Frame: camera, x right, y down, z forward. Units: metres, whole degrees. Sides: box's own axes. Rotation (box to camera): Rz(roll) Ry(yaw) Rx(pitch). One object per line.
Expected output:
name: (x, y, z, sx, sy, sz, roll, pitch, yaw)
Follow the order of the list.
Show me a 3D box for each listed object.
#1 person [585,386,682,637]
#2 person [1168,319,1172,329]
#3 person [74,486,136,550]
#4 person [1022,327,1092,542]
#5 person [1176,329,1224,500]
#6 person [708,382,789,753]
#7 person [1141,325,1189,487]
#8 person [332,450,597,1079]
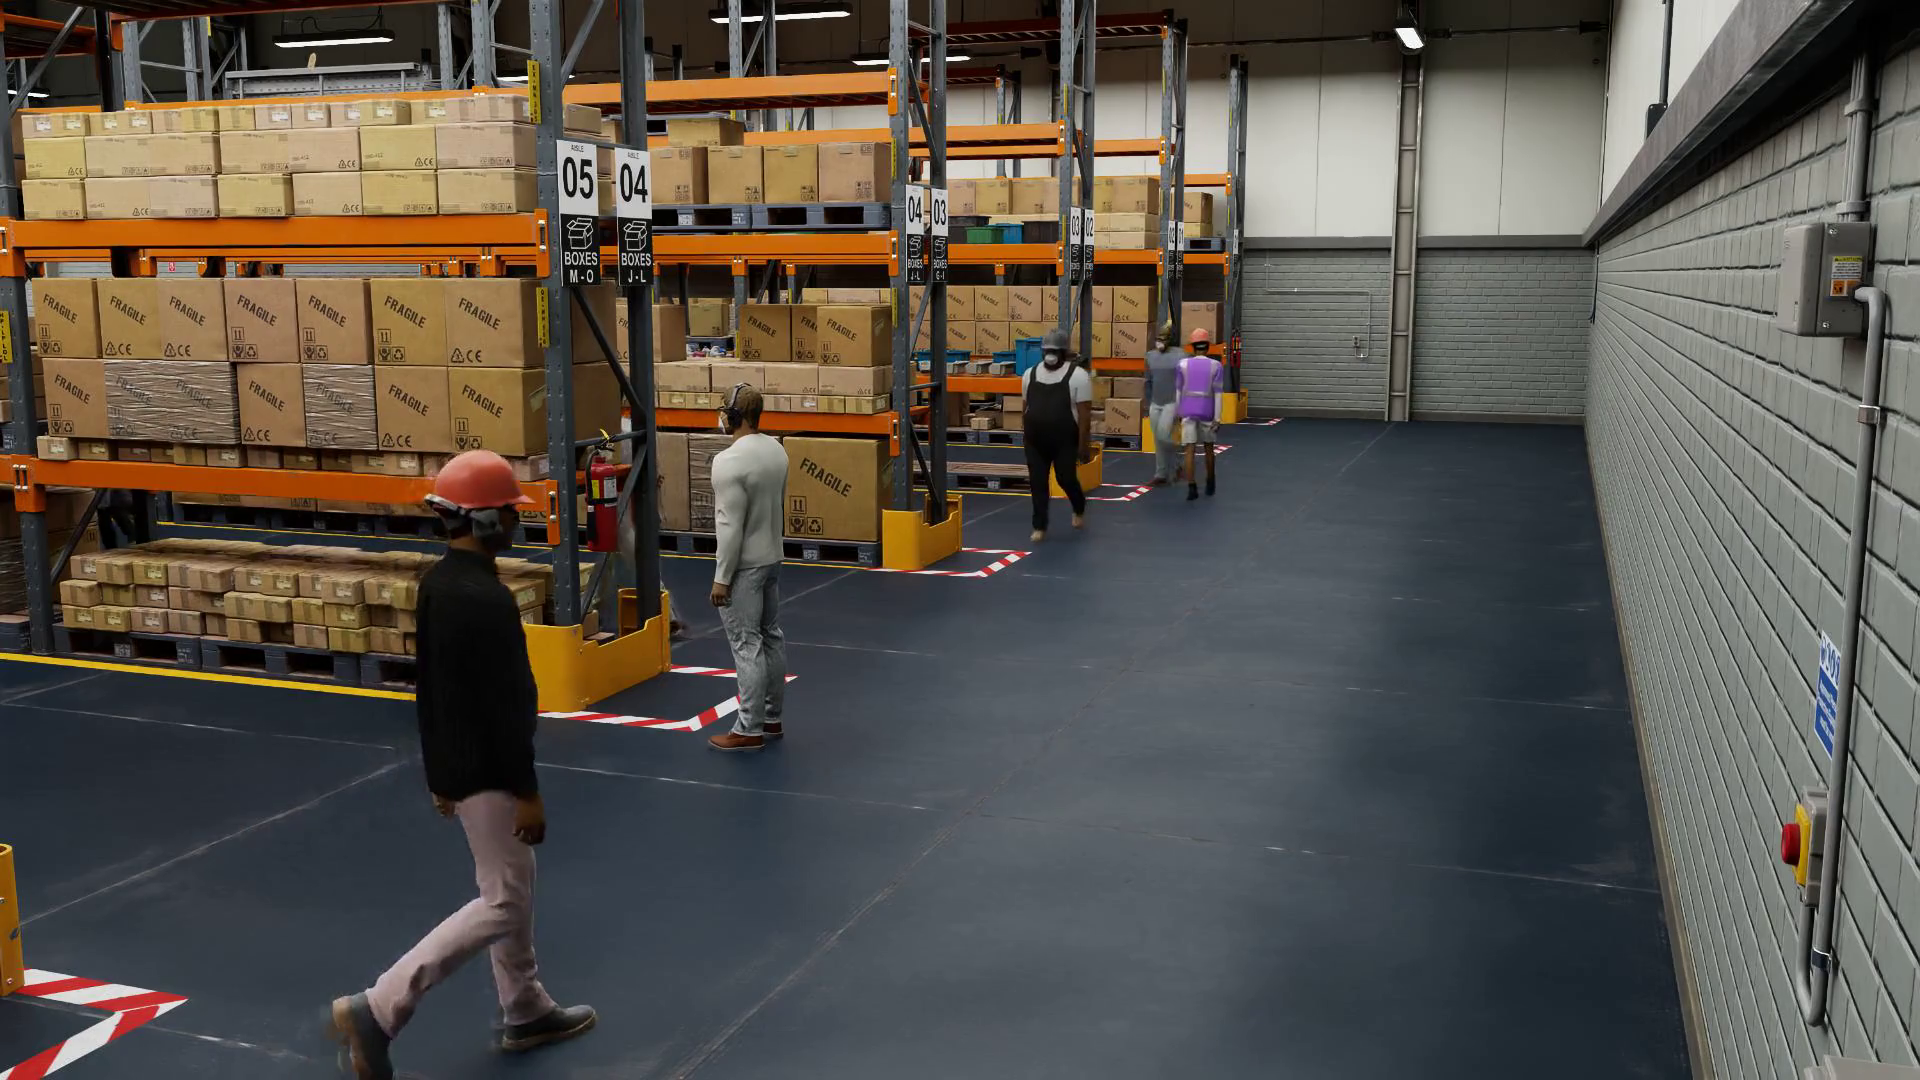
person: (-2.333, -0.218, 11.440, 1.001, 1.810, 0.534, 3, 10, 20)
person: (3.227, -2.563, 26.142, 0.927, 1.785, 0.600, 2, 9, 15)
person: (-7.168, -0.562, 13.946, 0.362, 1.685, 0.535, 4, 10, 23)
person: (0.908, -1.019, 15.681, 0.690, 2.000, 0.771, 4, 10, 23)
person: (2.694, -1.422, 18.693, 0.545, 1.884, 0.957, 2, 9, 12)
person: (-1.119, 0.145, 8.734, 0.372, 1.940, 0.630, 3, 10, 19)
person: (2.386, -1.547, 19.369, 0.458, 1.912, 0.710, -7, 12, -39)
person: (-1.539, 0.708, 5.124, 0.788, 1.972, 0.624, -6, 11, -31)
